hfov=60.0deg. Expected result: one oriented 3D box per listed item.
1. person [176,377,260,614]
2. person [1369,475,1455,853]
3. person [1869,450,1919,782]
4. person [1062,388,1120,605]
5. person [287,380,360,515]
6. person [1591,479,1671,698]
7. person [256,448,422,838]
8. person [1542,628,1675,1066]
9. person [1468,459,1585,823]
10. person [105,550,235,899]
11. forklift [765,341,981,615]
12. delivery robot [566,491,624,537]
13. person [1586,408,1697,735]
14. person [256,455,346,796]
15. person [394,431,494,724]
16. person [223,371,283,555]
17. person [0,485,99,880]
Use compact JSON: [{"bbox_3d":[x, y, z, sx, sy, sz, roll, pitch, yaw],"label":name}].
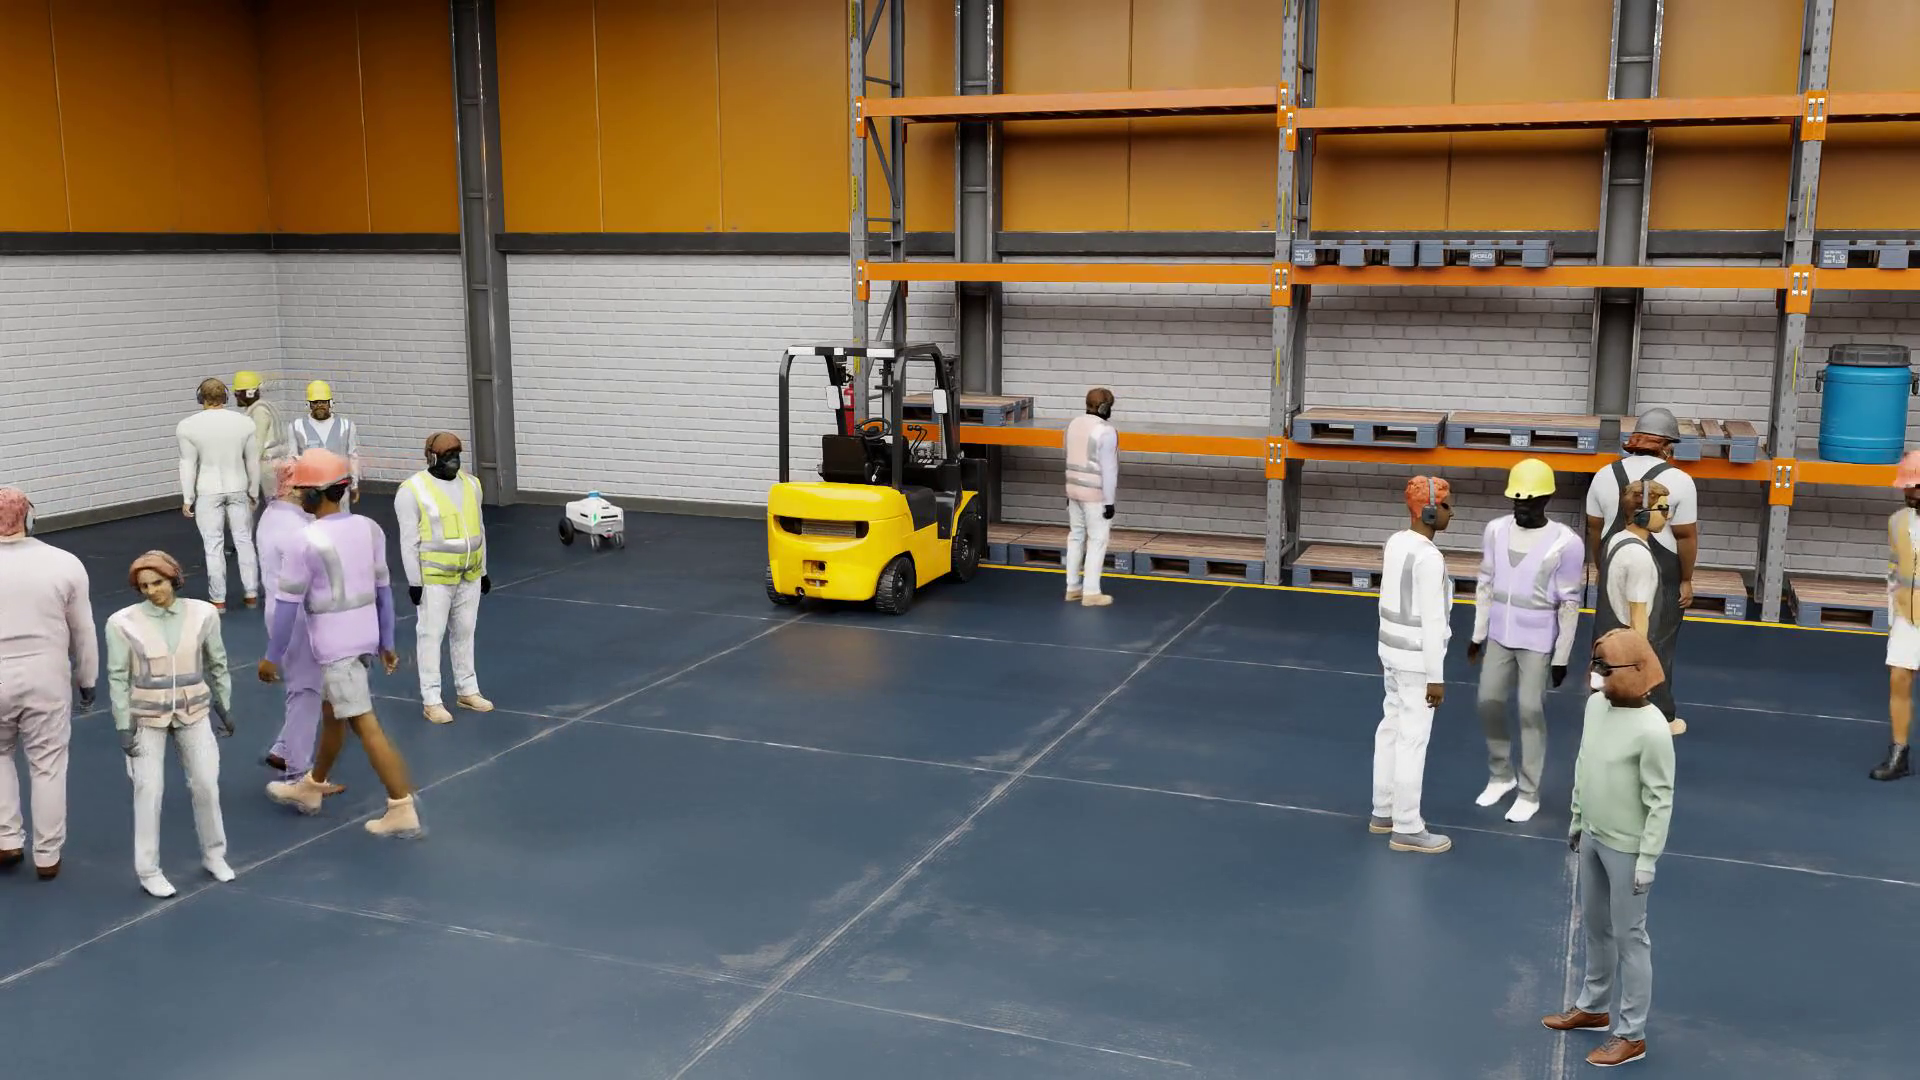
[{"bbox_3d":[-6.062,-0.367,13.648,0.632,1.938,0.359,-9,13,-40],"label":"person"},{"bbox_3d":[2.277,0.612,8.345,0.337,1.882,0.583,-1,10,-7],"label":"person"},{"bbox_3d":[5.528,0.421,9.374,0.768,1.902,0.572,-4,11,-22],"label":"person"},{"bbox_3d":[1.099,-0.365,13.980,0.433,1.825,0.645,-7,12,-35],"label":"person"},{"bbox_3d":[-5.589,-0.492,14.640,0.592,1.833,0.404,-5,11,-28],"label":"person"},{"bbox_3d":[3.416,0.600,8.522,0.332,1.844,0.508,1,10,5],"label":"person"},{"bbox_3d":[-3.207,0.526,8.521,1.034,1.987,0.612,3,11,16],"label":"person"},{"bbox_3d":[2.426,1.127,6.178,0.269,1.631,0.509,-2,10,-10],"label":"person"},{"bbox_3d":[2.957,0.520,8.753,0.396,1.921,0.618,-7,12,-33],"label":"person"},{"bbox_3d":[-3.677,0.843,7.764,0.534,1.623,0.343,-8,13,-38],"label":"person"},{"bbox_3d":[-0.739,-0.602,14.246,1.214,2.155,2.313,4,11,21],"label":"forklift"},{"bbox_3d":[-3.643,-0.248,16.580,0.477,0.478,0.707,-7,13,-36],"label":"delivery robot"},{"bbox_3d":[4.262,0.180,10.317,0.536,2.000,0.676,-8,13,-39],"label":"person"},{"bbox_3d":[-3.564,0.479,9.082,0.435,1.890,0.650,-5,11,-26],"label":"person"},{"bbox_3d":[-3.257,0.226,10.615,0.429,1.844,0.624,7,12,35],"label":"person"},{"bbox_3d":[-6.825,-0.715,15.995,0.787,1.797,0.594,-7,12,-32],"label":"person"},{"bbox_3d":[-4.500,0.674,7.971,0.681,1.888,0.542,-6,12,-29],"label":"person"}]
